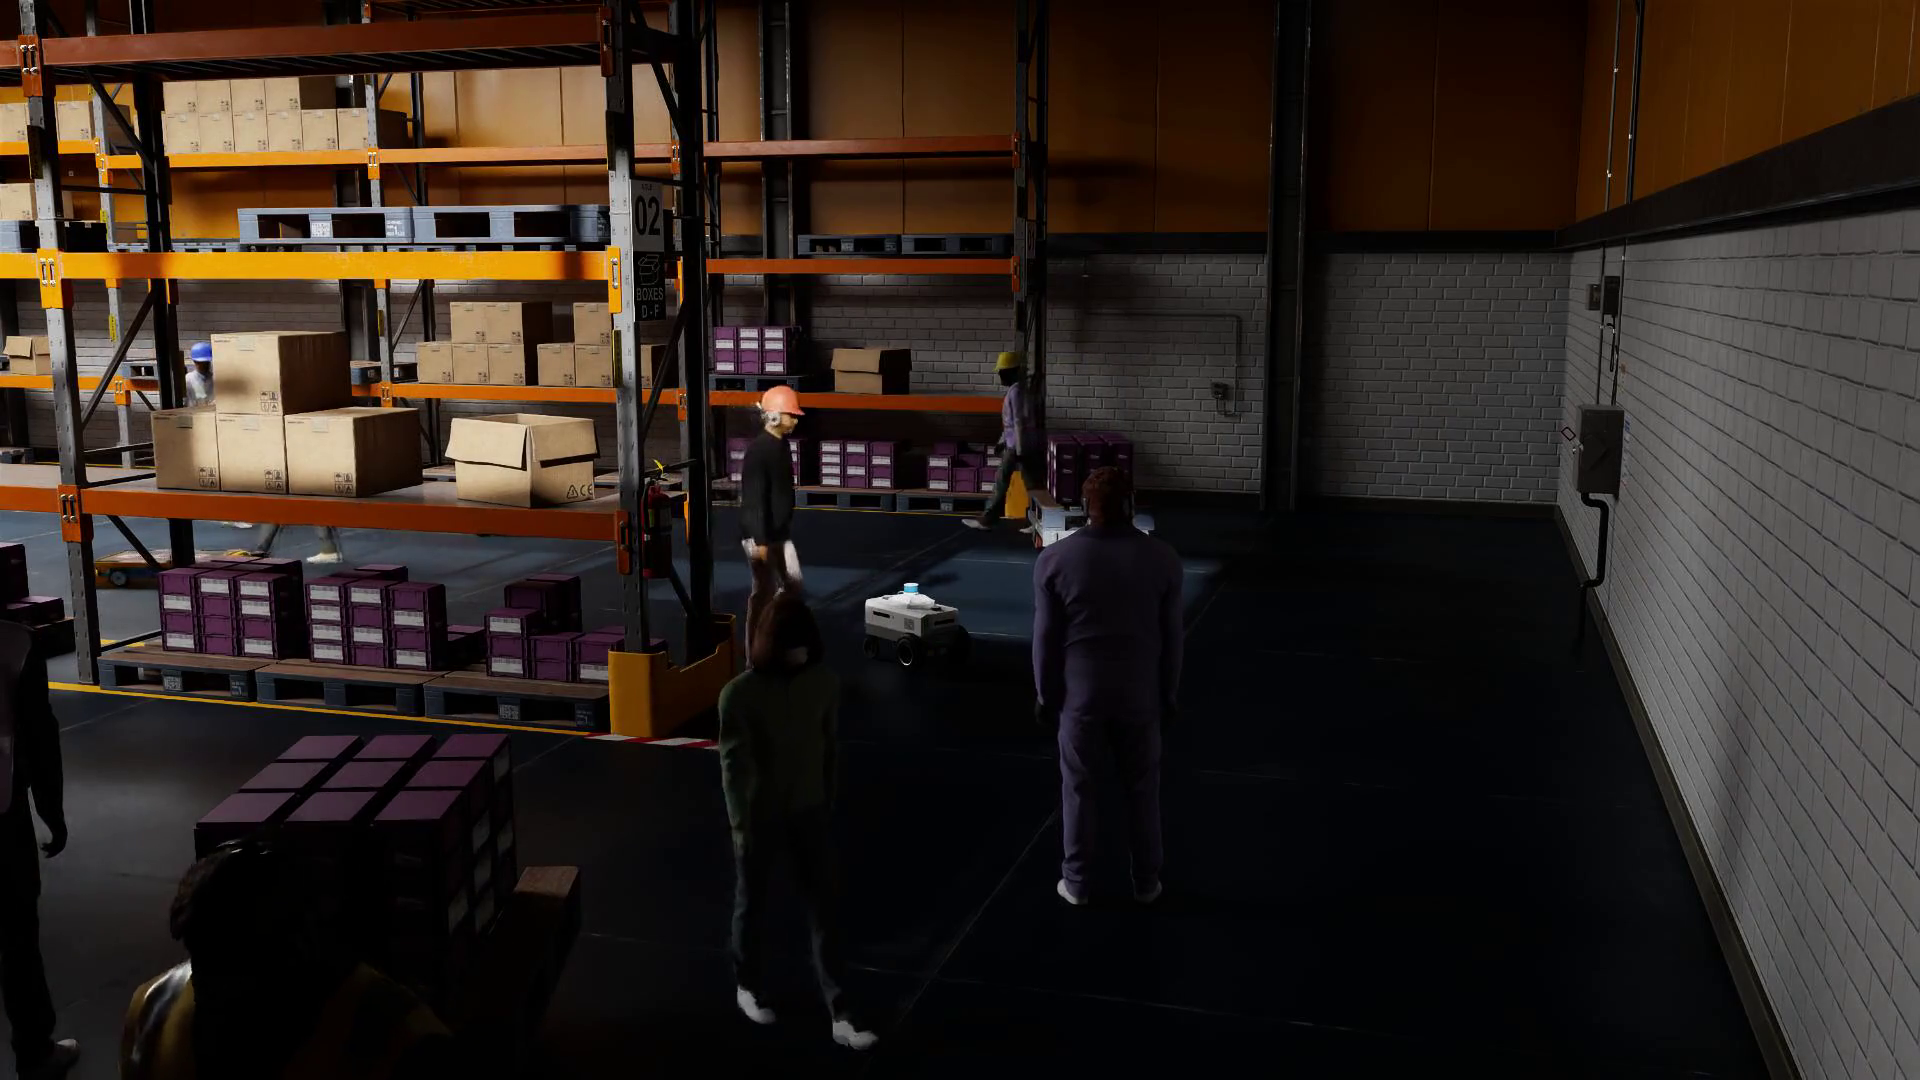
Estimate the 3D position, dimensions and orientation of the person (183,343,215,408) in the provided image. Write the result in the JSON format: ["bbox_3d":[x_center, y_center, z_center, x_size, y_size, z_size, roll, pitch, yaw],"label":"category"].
[{"bbox_3d":[-8.222,-1.183,18.162,0.521,1.920,0.607,9,13,44],"label":"person"}]

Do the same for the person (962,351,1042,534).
[{"bbox_3d":[0.476,-0.986,17.065,0.960,1.874,0.590,2,10,13],"label":"person"}]

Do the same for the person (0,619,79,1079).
[{"bbox_3d":[-3.271,0.895,5.475,0.593,1.922,0.392,-2,10,-14],"label":"person"}]

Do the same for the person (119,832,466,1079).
[{"bbox_3d":[-1.129,1.376,2.821,0.660,1.822,0.462,2,9,10],"label":"person"}]

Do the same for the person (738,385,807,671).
[{"bbox_3d":[-1.233,-0.035,10.989,0.449,1.968,0.653,3,10,15],"label":"person"}]

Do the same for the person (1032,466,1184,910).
[{"bbox_3d":[0.628,0.635,7.117,0.643,1.905,0.400,0,9,1],"label":"person"}]

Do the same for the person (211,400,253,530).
[{"bbox_3d":[-7.579,-0.924,17.475,0.619,1.618,0.548,1,9,9],"label":"person"}]

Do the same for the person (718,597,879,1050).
[{"bbox_3d":[-0.593,0.998,5.828,0.513,1.602,0.798,-6,11,-31],"label":"person"}]

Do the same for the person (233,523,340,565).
[{"bbox_3d":[-6.193,-0.644,15.224,0.958,1.793,0.529,-2,9,-9],"label":"person"}]

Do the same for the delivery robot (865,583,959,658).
[{"bbox_3d":[-0.338,0.541,11.501,0.477,0.478,0.707,-8,12,-41],"label":"delivery robot"}]

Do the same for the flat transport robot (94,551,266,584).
[{"bbox_3d":[-6.876,0.231,14.536,1.431,0.197,0.652,0,9,1],"label":"flat transport robot"}]
